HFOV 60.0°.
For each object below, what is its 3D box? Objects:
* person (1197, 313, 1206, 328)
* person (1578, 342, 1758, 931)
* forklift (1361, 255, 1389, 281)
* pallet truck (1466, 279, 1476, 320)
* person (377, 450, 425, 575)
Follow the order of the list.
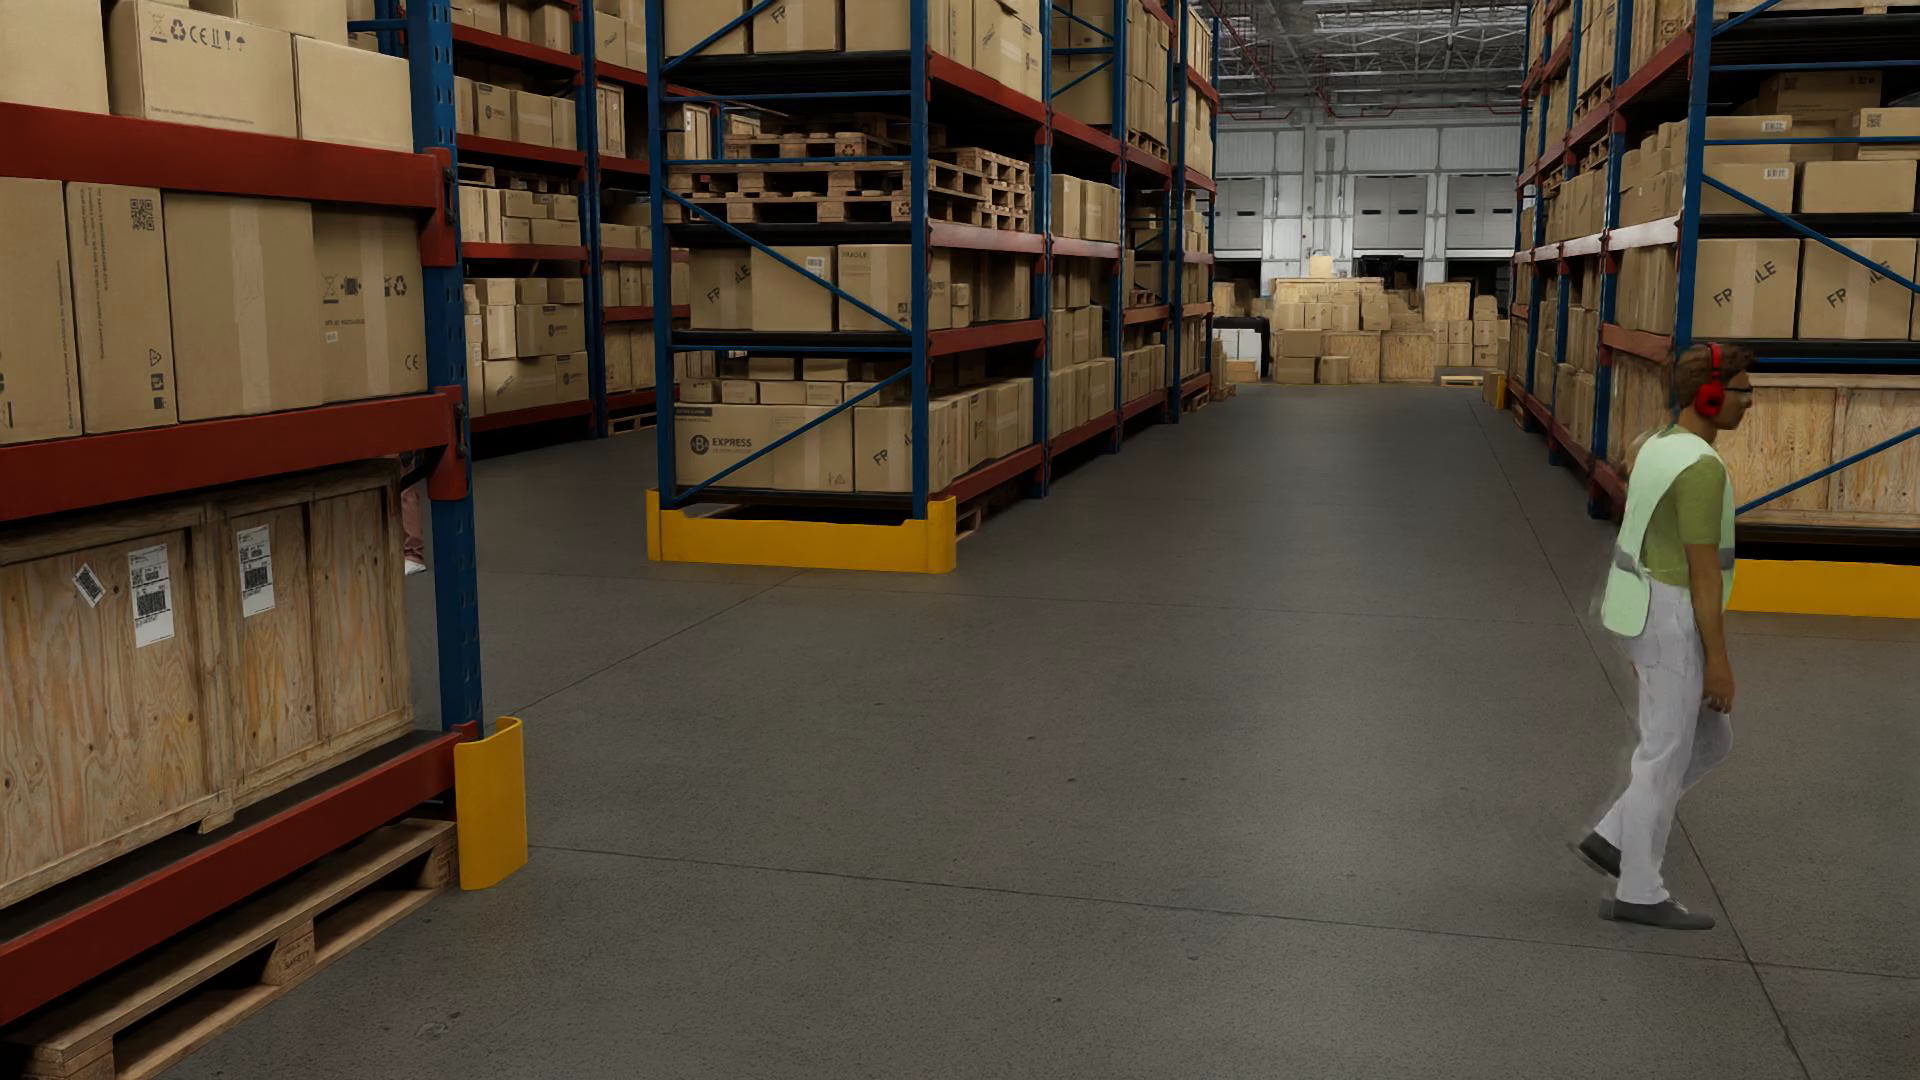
[{"bbox_3d":[5.146,-4.621,36.500,0.759,1.822,0.624,1,9,5],"label":"person"},{"bbox_3d":[2.215,0.310,5.140,0.446,1.831,0.586,3,9,17],"label":"person"},{"bbox_3d":[14.233,-8.404,57.165,1.129,2.768,1.873,-2,9,-13],"label":"forklift"},{"bbox_3d":[18.896,-8.459,60.307,1.885,1.965,0.823,5,10,31],"label":"pallet truck"},{"bbox_3d":[-3.930,-0.701,11.358,0.636,1.899,0.401,8,12,43],"label":"person"}]
